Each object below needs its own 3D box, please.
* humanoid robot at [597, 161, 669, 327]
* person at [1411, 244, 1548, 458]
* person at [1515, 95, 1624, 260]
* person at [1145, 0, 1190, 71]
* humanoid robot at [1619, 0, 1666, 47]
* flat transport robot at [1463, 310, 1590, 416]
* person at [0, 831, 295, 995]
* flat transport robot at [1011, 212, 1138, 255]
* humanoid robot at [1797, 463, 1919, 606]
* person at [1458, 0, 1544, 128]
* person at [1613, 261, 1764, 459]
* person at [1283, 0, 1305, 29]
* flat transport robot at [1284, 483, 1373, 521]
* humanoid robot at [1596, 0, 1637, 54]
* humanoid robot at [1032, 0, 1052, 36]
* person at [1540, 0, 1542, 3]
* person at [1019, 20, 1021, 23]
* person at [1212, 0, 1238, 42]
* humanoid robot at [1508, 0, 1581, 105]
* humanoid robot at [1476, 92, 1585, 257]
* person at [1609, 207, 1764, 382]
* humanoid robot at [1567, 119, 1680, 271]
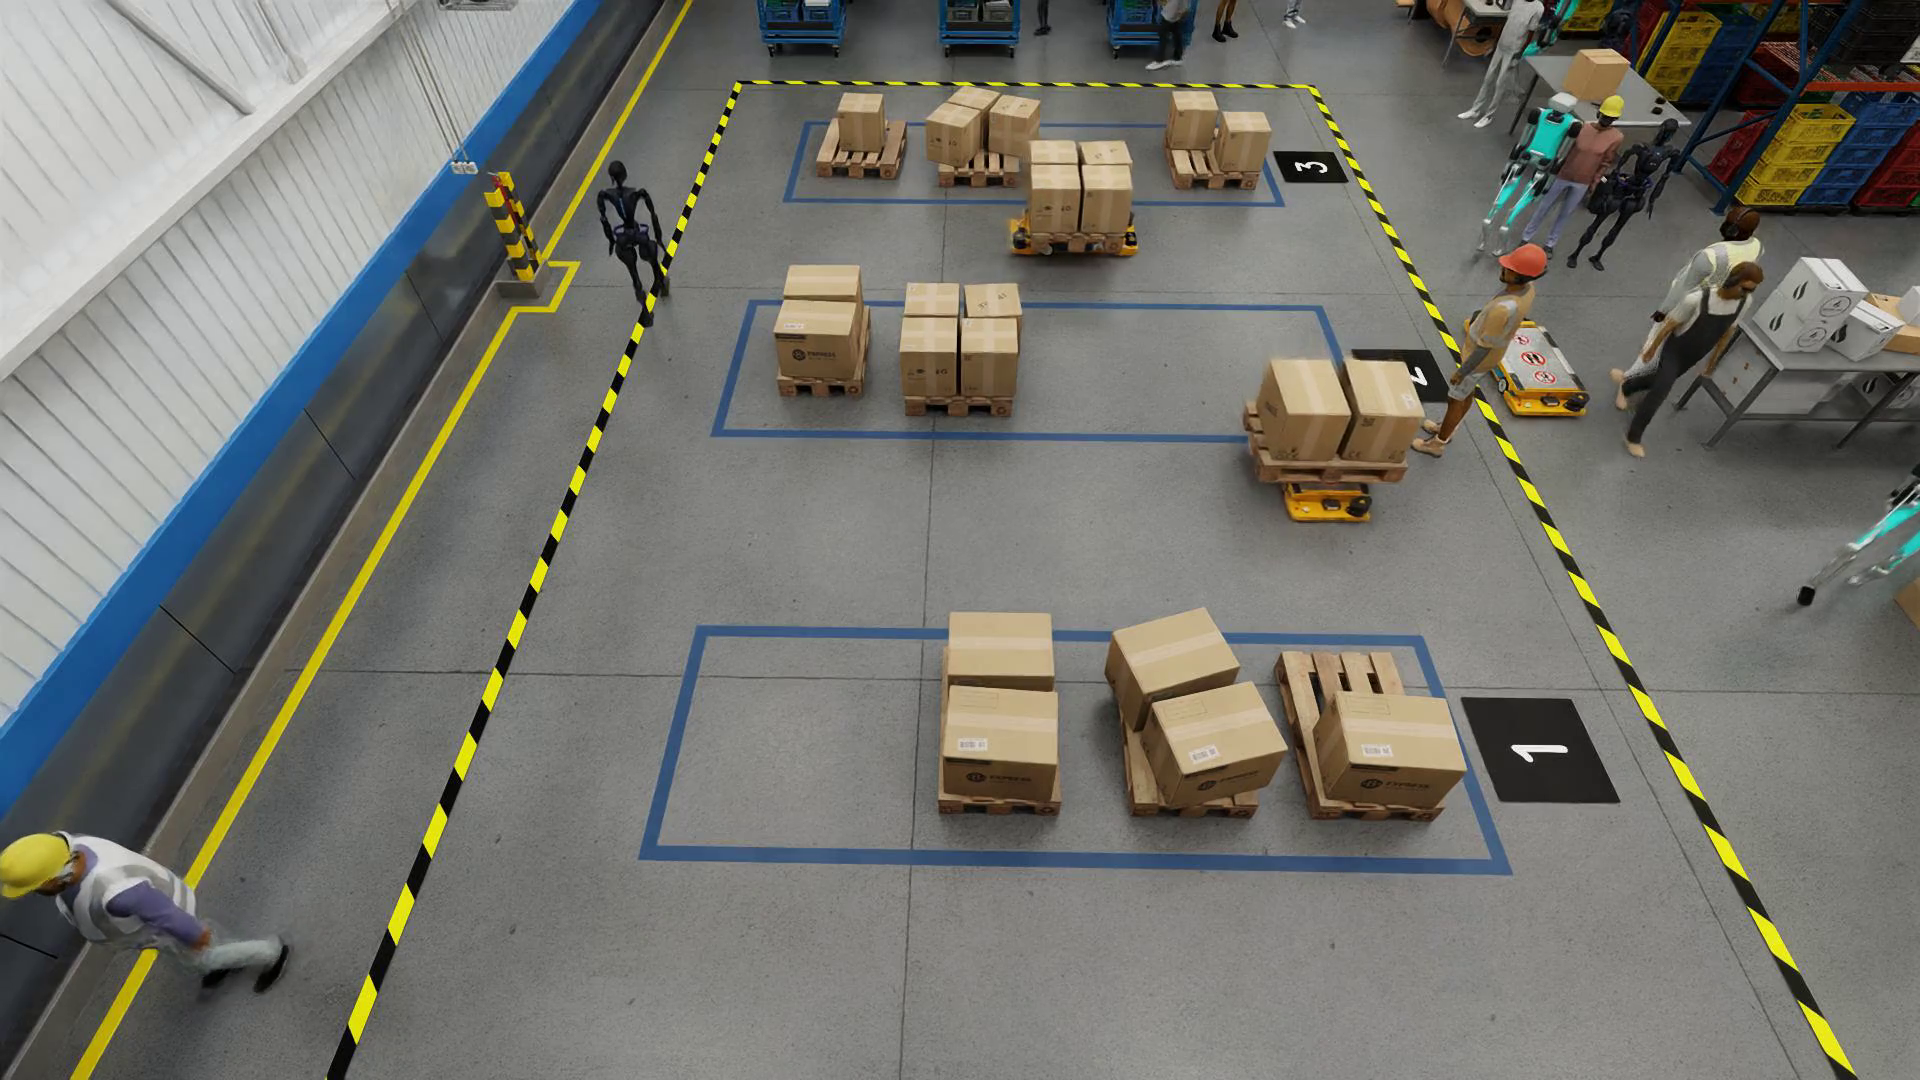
[{"bbox_3d":[-3.288,-3.044,9.258,0.584,1.631,0.757,-7,49,-6],"label":"humanoid robot"},{"bbox_3d":[4.349,-1.558,7.707,0.363,2.048,0.608,35,58,26],"label":"person"},{"bbox_3d":[6.634,-3.904,9.919,0.529,1.772,0.300,20,52,16],"label":"person"},{"bbox_3d":[3.041,-7.788,13.246,0.746,1.824,0.597,-2,49,-2],"label":"person"},{"bbox_3d":[10.551,-8.173,13.711,0.742,1.646,0.611,3,49,3],"label":"humanoid robot"},{"bbox_3d":[5.573,-1.757,9.054,0.659,0.231,1.431,1,49,1],"label":"flat transport robot"},{"bbox_3d":[-4.234,1.967,4.799,0.599,1.830,0.404,23,53,19],"label":"person"},{"bbox_3d":[1.315,-3.565,10.601,1.431,0.197,0.652,1,49,1],"label":"flat transport robot"},{"bbox_3d":[6.942,-0.137,6.690,1.002,1.750,0.563,-23,53,-19],"label":"humanoid robot"},{"bbox_3d":[7.161,-6.411,12.024,0.328,1.872,0.507,-17,51,-14],"label":"person"},{"bbox_3d":[6.263,-1.667,7.970,0.493,1.799,0.911,1,49,1],"label":"person"},{"bbox_3d":[5.478,-9.022,14.366,0.485,1.744,0.309,-37,58,-27],"label":"person"},{"bbox_3d":[3.150,-0.755,8.168,0.652,0.197,1.431,1,49,1],"label":"flat transport robot"},{"bbox_3d":[8.485,-6.422,12.160,0.383,1.651,0.609,15,51,13],"label":"humanoid robot"},{"bbox_3d":[1.325,-8.744,14.165,0.394,1.647,0.587,1,49,1],"label":"humanoid robot"},{"bbox_3d":[8.571,-8.387,13.622,0.390,2.039,0.611,-34,57,-26],"label":"person"},{"bbox_3d":[0.796,-9.208,14.461,0.376,1.841,0.571,-4,49,-4],"label":"person"},{"bbox_3d":[4.237,-8.659,13.925,0.551,1.935,0.365,-30,55,-23],"label":"person"},{"bbox_3d":[7.900,-6.922,12.557,0.746,1.799,0.540,34,57,26],"label":"humanoid robot"},{"bbox_3d":[5.967,-3.810,9.771,0.735,1.677,0.533,-35,58,-26],"label":"humanoid robot"},{"bbox_3d":[6.658,-2.162,8.373,0.628,1.835,0.429,-12,50,-10],"label":"person"},{"bbox_3d":[7.108,-3.651,9.754,0.599,1.654,0.315,10,50,8],"label":"humanoid robot"}]
